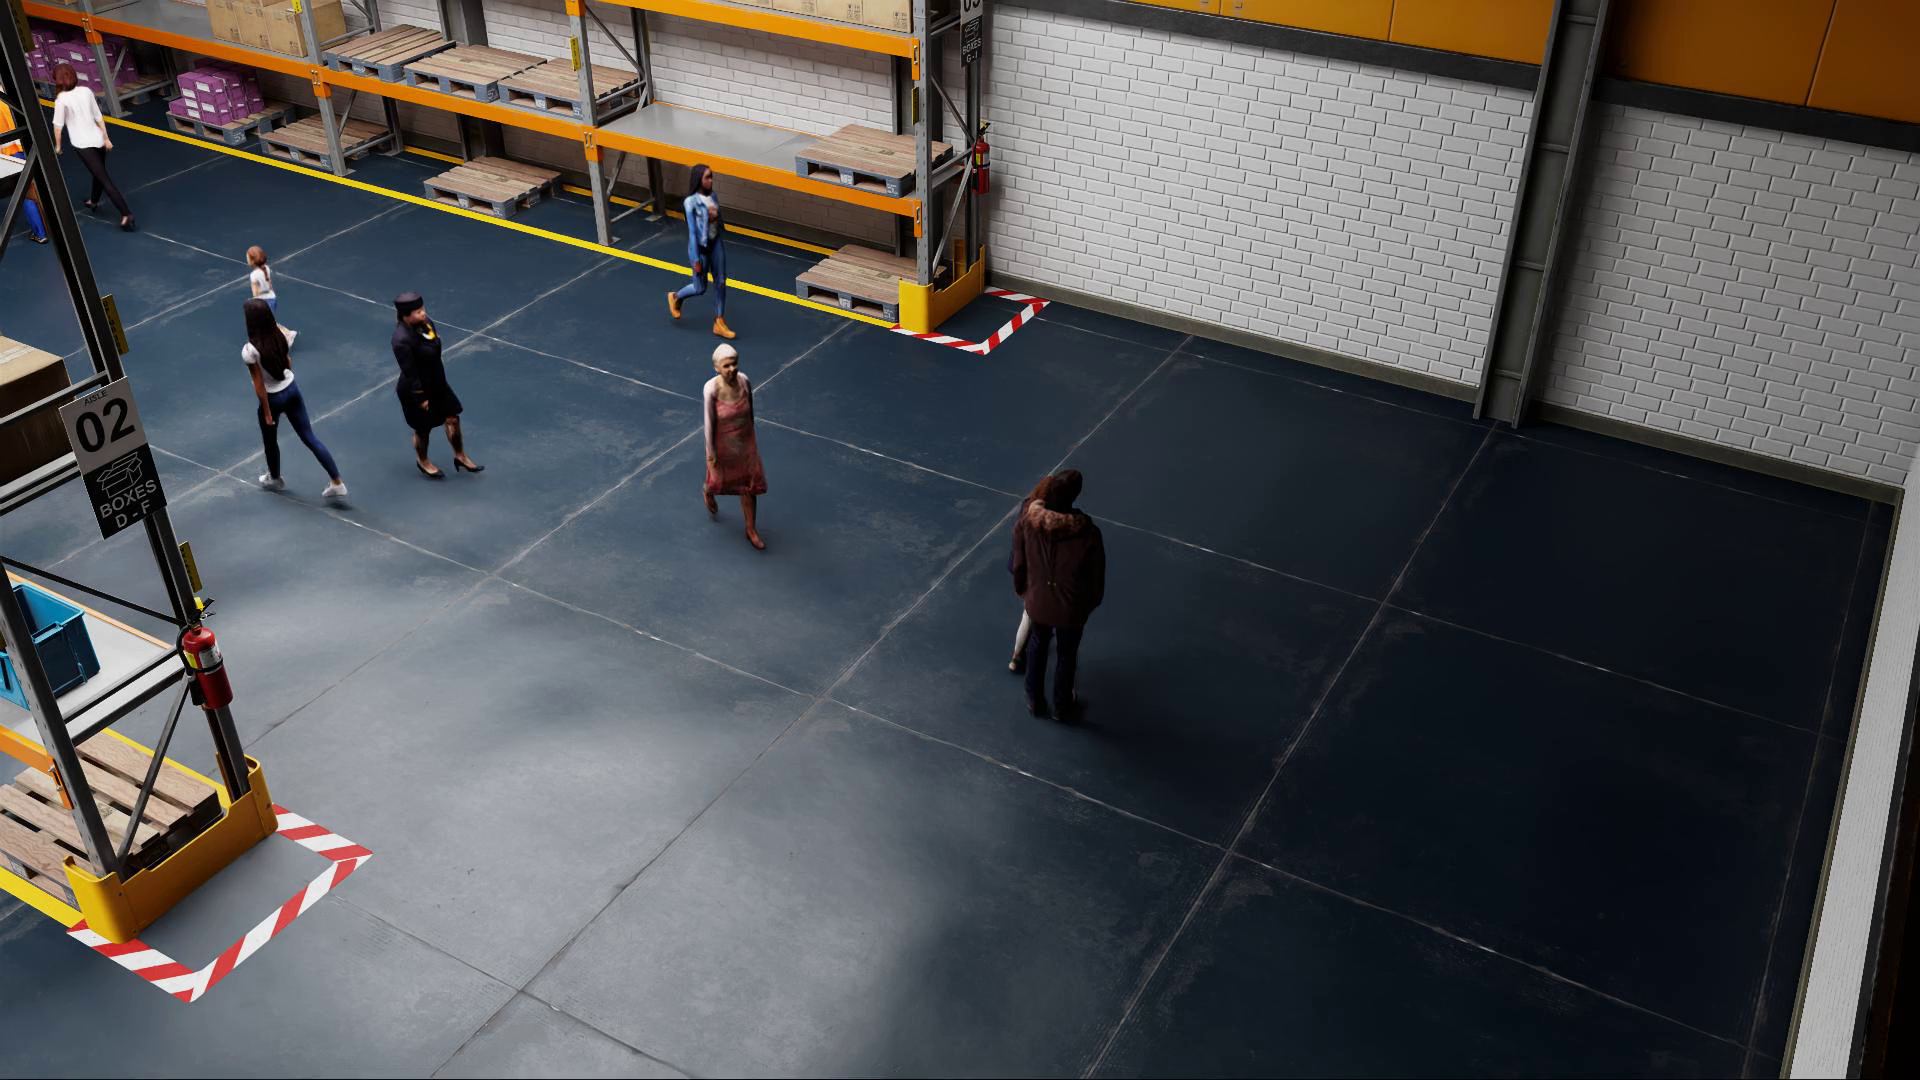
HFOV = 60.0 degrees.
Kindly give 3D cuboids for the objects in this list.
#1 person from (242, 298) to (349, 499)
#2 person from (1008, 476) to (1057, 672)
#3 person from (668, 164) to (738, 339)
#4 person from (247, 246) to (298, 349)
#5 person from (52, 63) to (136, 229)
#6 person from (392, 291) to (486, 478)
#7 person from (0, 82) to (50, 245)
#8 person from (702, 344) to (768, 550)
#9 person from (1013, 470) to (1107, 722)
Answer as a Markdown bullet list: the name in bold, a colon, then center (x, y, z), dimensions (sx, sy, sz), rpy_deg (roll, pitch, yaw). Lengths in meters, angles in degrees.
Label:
- **person**: center (-5.263, -1.062, 13.091), dimensions (1.140, 1.732, 0.630), rpy_deg (15, 36, 21)
- **person**: center (0.468, 0.253, 11.348), dimensions (0.768, 1.471, 0.744), rpy_deg (-25, 41, -33)
- **person**: center (-2.457, -2.705, 15.598), dimensions (0.966, 1.692, 0.634), rpy_deg (20, 38, 27)
- **person**: center (-6.454, -2.246, 15.524), dimensions (0.692, 1.009, 0.556), rpy_deg (5, 34, 7)
- **person**: center (-9.189, -4.138, 17.724), dimensions (1.114, 1.726, 0.614), rpy_deg (16, 37, 22)
- **person**: center (-4.386, -1.230, 13.412), dimensions (0.876, 1.656, 0.818), rpy_deg (8, 34, 12)
- **person**: center (-9.846, -4.049, 17.453), dimensions (0.766, 1.877, 0.742), rpy_deg (-27, 42, -34)
- **person**: center (-1.792, -0.763, 12.702), dimensions (0.866, 1.664, 1.110), rpy_deg (-21, 39, -28)
- **person**: center (0.623, 0.391, 10.809), dimensions (0.640, 1.837, 0.859), rpy_deg (11, 35, 16)
